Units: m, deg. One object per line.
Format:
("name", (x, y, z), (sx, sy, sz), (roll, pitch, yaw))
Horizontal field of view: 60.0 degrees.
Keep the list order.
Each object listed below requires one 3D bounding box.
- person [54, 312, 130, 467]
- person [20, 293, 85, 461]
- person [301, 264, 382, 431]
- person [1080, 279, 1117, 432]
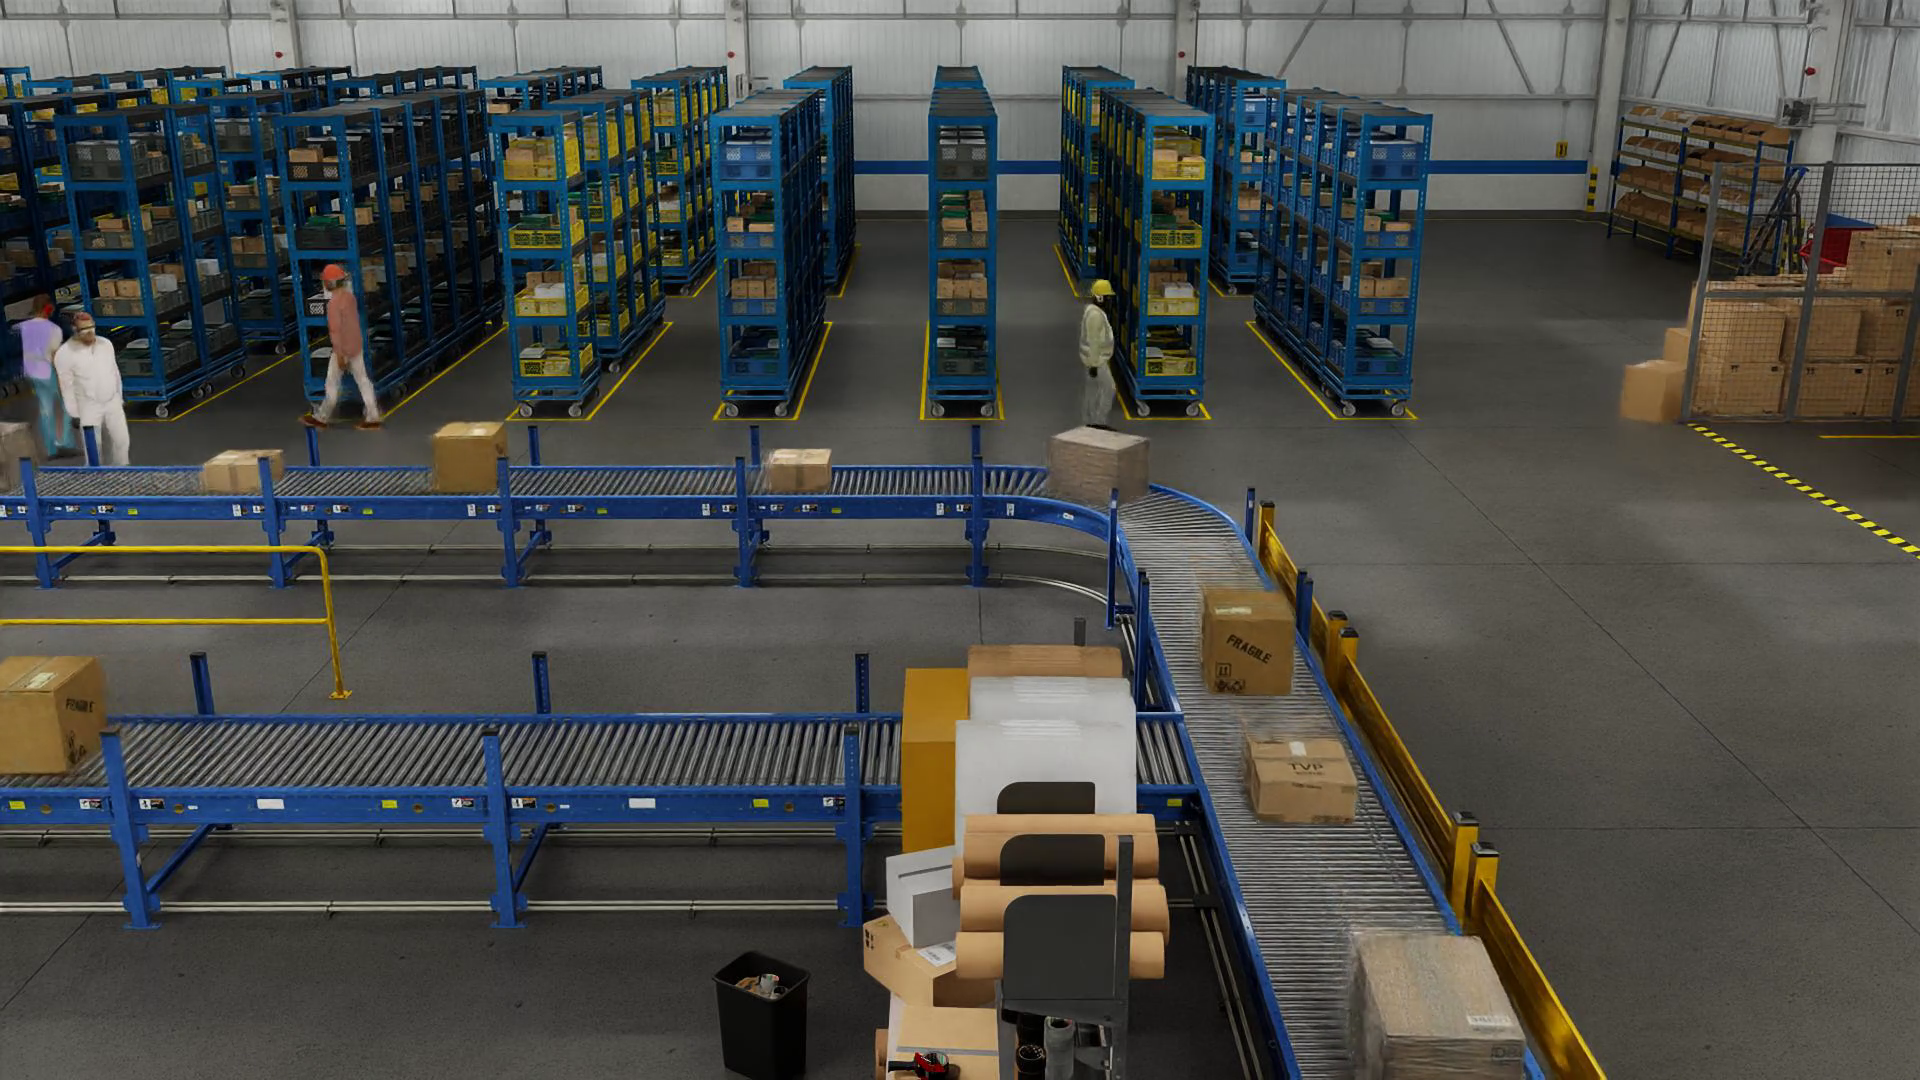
("person", (-8.656, -1.349, 16.731), (0.539, 1.886, 0.681), (10, 20, 28))
("person", (-9.927, -1.774, 18.167), (0.561, 1.820, 0.507), (6, 19, 18))
("person", (-7.251, -2.222, 19.311), (0.978, 1.952, 0.657), (3, 18, 9))
("person", (1.662, -2.096, 19.152), (0.568, 1.813, 0.627), (1, 18, 2))
